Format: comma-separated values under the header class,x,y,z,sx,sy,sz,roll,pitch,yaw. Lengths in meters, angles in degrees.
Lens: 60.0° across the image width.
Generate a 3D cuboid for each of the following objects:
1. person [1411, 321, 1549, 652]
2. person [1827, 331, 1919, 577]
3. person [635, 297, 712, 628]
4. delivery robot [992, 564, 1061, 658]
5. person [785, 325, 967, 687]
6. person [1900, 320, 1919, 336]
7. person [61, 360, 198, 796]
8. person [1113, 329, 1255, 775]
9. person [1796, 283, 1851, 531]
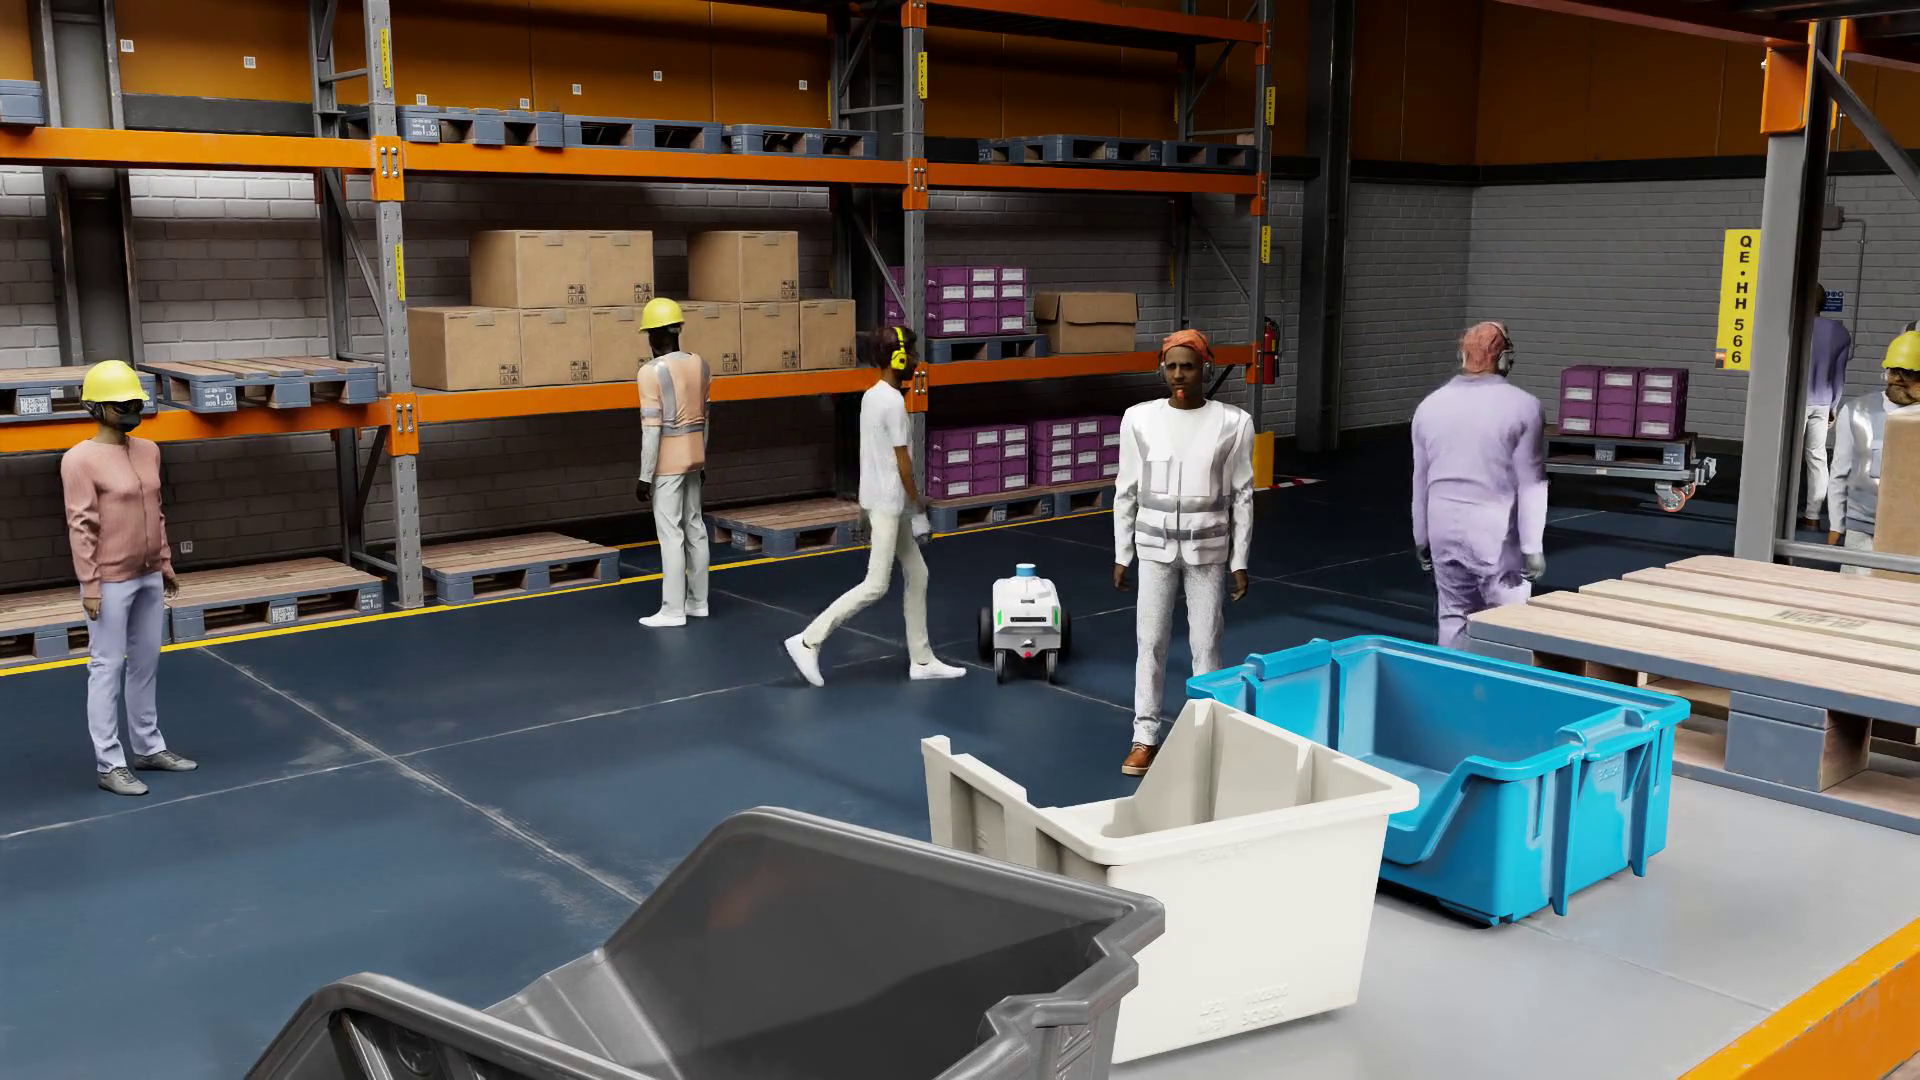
class,x,y,z,sx,sy,sz,roll,pitch,yaw
person,2.278,-0.016,7.385,0.518,1.891,0.673,-8,13,-39
person,4.459,-0.080,7.933,0.591,1.829,0.404,4,11,23
person,-1.683,-0.446,9.712,0.369,1.925,0.586,5,11,27
delivery robot,0.344,0.368,8.726,0.477,0.478,0.707,0,10,0
person,-0.432,-0.160,8.388,0.878,1.832,0.527,-2,10,-10
person,8.137,-1.206,13.933,0.547,1.938,0.359,8,13,39
person,-3.412,0.149,6.825,0.312,1.768,0.530,2,10,11
person,0.924,0.068,6.951,0.584,1.882,0.349,3,10,15
person,6.536,-1.024,12.911,0.632,1.940,0.372,-2,10,-8
